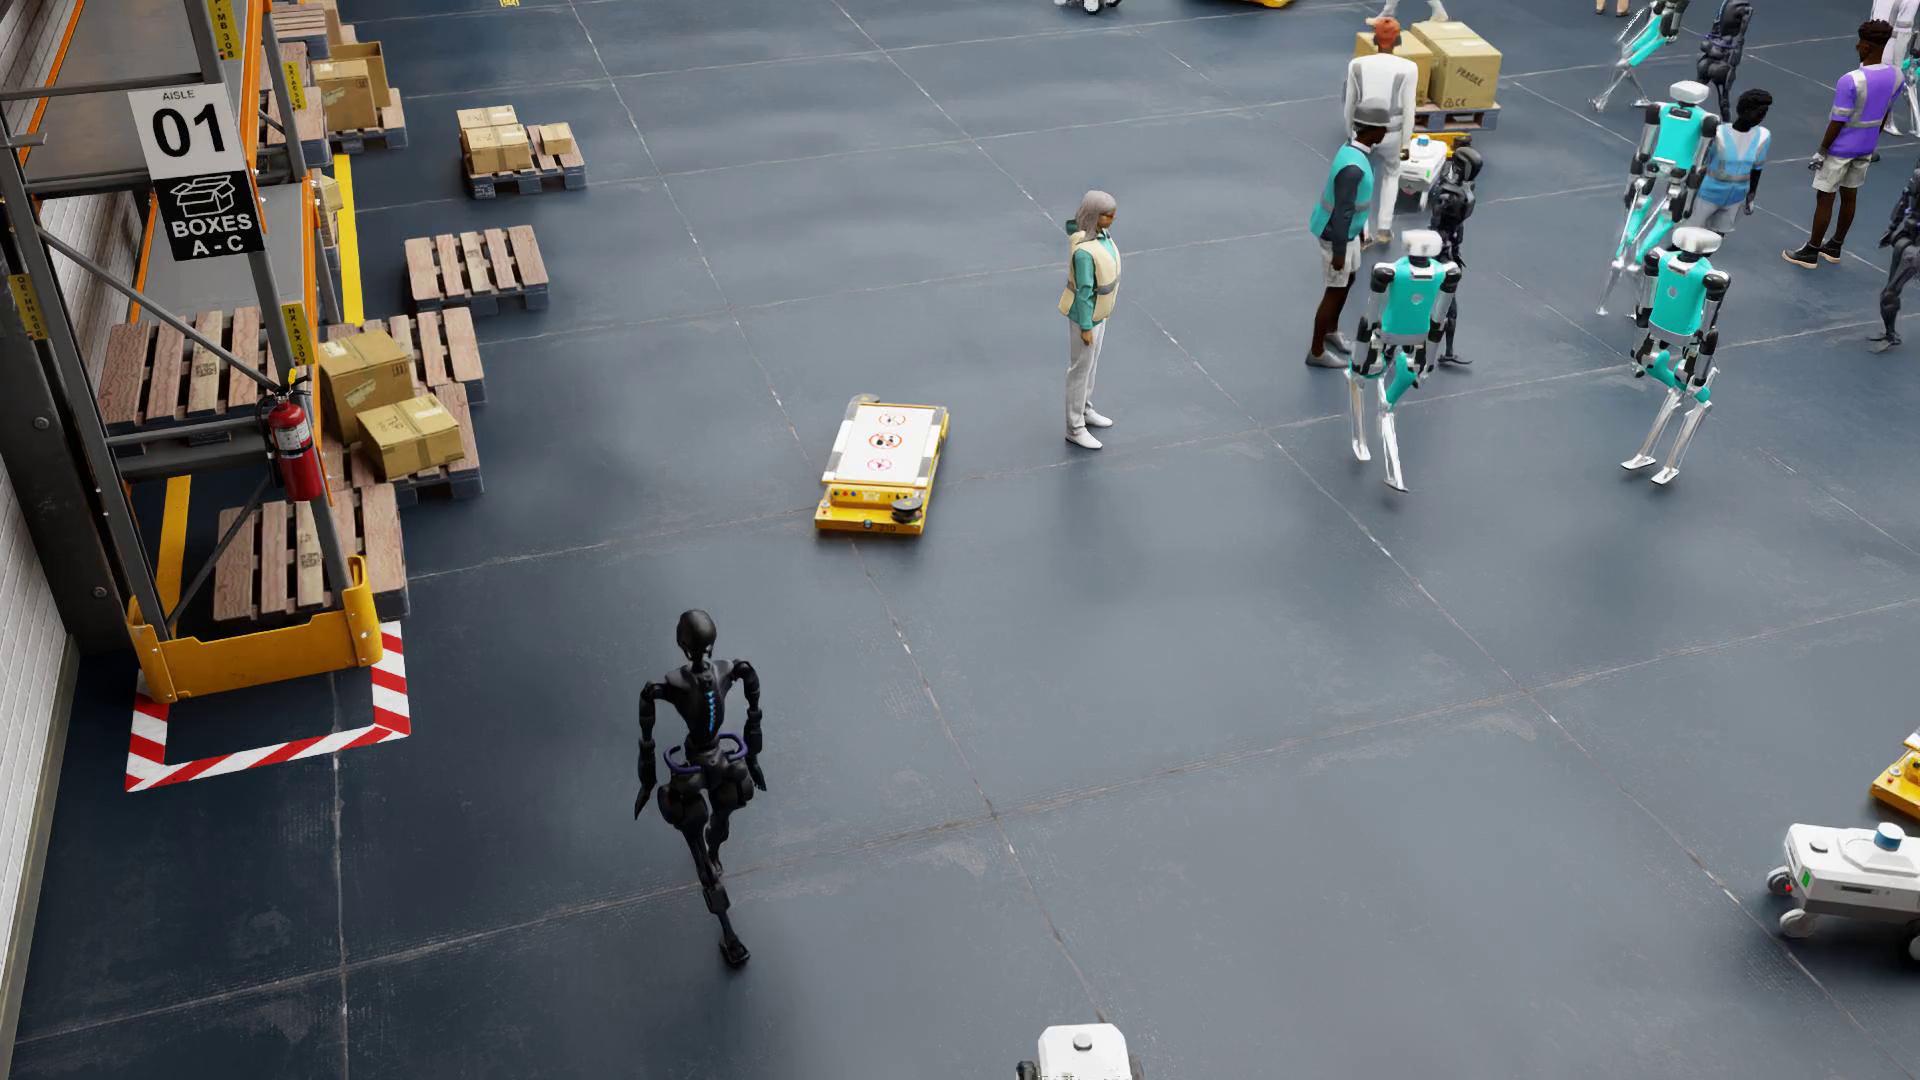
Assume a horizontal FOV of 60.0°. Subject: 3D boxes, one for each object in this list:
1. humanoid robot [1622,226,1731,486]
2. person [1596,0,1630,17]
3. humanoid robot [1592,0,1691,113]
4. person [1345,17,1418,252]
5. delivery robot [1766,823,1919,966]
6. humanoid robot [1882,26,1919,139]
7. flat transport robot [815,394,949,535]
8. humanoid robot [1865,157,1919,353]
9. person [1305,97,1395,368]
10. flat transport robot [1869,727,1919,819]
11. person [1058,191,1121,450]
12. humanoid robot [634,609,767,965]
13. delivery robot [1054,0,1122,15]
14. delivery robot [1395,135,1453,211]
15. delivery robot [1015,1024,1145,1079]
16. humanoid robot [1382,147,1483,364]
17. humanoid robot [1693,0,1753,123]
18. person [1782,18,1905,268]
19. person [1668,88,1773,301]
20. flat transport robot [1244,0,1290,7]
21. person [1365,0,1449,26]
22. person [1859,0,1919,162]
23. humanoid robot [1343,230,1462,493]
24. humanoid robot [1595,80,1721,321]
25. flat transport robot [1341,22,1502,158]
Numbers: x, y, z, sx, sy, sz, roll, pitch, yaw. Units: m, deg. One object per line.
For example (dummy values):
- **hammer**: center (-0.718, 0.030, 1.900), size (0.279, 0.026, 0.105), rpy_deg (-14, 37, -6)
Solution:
- **humanoid robot**: center (4.466, -1.162, 10.205), size (0.739, 1.692, 0.530), rpy_deg (-21, 39, -29)
- **person**: center (7.658, -6.889, 19.135), size (0.474, 1.674, 0.379), rpy_deg (20, 38, 28)
- **humanoid robot**: center (6.654, -5.031, 16.284), size (0.888, 1.838, 0.536), rpy_deg (-2, 33, -3)
- **person**: center (3.372, -3.271, 13.412), size (0.584, 1.865, 0.553), rpy_deg (15, 36, 22)
- **delivery robot**: center (4.008, 1.490, 7.295), size (0.769, 0.577, 0.499), rpy_deg (6, 34, 9)
- **humanoid robot**: center (9.054, -4.696, 15.704), size (0.538, 1.780, 0.671), rpy_deg (-12, 35, -18)
- **flat transport robot**: center (-0.478, -0.500, 10.625), size (0.659, 0.231, 1.431), rpy_deg (4, 33, 5)
- **humanoid robot**: center (6.813, -2.152, 11.868), size (0.351, 1.642, 0.597), rpy_deg (1, 33, 2)
- **person**: center (2.683, -2.151, 11.649), size (0.482, 1.926, 0.576), rpy_deg (12, 35, 18)
- **flat transport robot**: center (5.176, 1.050, 8.248), size (1.431, 0.231, 0.659), rpy_deg (-26, 41, -33)
- **person**: center (0.825, -1.432, 10.735), size (0.366, 1.710, 0.463), rpy_deg (10, 34, 15)
- **humanoid robot**: center (-1.113, 0.992, 7.100), size (0.594, 1.623, 0.810), rpy_deg (-17, 37, -24)
- **delivery robot**: center (1.497, -6.573, 19.652), size (0.739, 0.566, 0.499), rpy_deg (22, 39, 29)
- **delivery robot**: center (4.028, -3.254, 14.598), size (0.499, 0.606, 0.807), rpy_deg (15, 36, 21)
- **delivery robot**: center (0.483, 2.189, 6.254), size (0.499, 0.612, 0.805), rpy_deg (-2, 33, -3)
- **humanoid robot**: center (3.357, -1.960, 11.588), size (0.619, 1.631, 0.611), rpy_deg (23, 40, 31)
- **humanoid robot**: center (7.126, -4.511, 15.526), size (0.761, 1.624, 0.610), rpy_deg (-1, 33, -2)
- **person**: center (6.964, -3.094, 13.058), size (0.602, 1.958, 0.368), rpy_deg (-13, 35, -19)
- **person**: center (5.706, -2.592, 12.550), size (0.616, 1.671, 0.326), rpy_deg (-3, 33, -4)
- **flat transport robot**: center (3.323, -6.706, 20.144), size (1.431, 0.231, 0.659), rpy_deg (17, 37, 24)
- **person**: center (5.150, -6.661, 18.647), size (0.881, 1.837, 0.471), rpy_deg (9, 34, 13)
- **person**: center (8.422, -4.422, 15.128), size (0.380, 1.929, 0.544), rpy_deg (-2, 33, -3)
- **humanoid robot**: center (2.652, -1.160, 10.277), size (0.549, 1.724, 0.978), rpy_deg (-2, 33, -4)
- **humanoid robot**: center (5.067, -2.425, 12.235), size (0.530, 1.780, 0.761), rpy_deg (26, 41, 34)
- **flat transport robot**: center (4.364, -3.977, 15.958), size (0.659, 0.231, 1.431), rpy_deg (-3, 33, -5)
